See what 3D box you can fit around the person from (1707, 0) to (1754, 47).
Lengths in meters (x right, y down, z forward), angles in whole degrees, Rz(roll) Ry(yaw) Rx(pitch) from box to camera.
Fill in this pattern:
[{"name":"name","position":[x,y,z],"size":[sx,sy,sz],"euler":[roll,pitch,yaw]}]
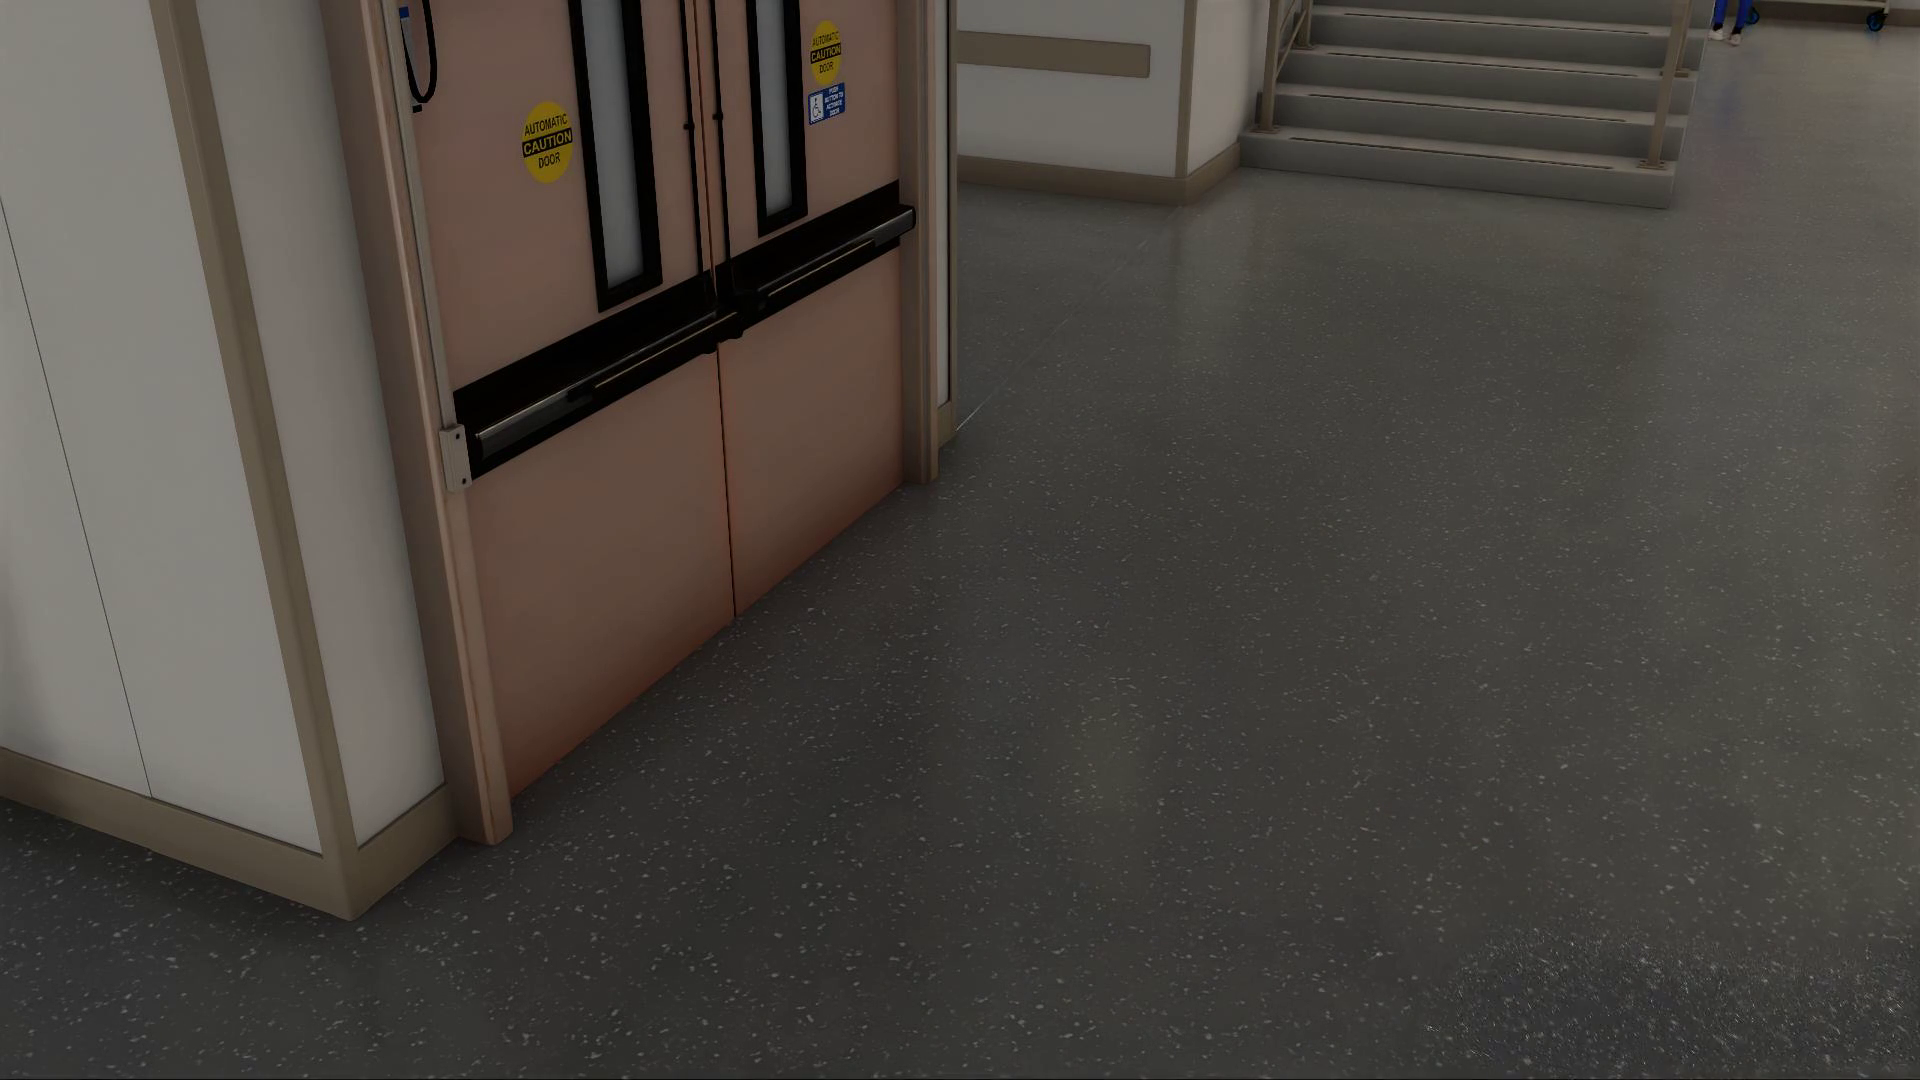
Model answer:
[{"name":"person","position":[6.914,-5.213,14.488],"size":[0.721,1.760,0.677],"euler":[5,26,9]}]
